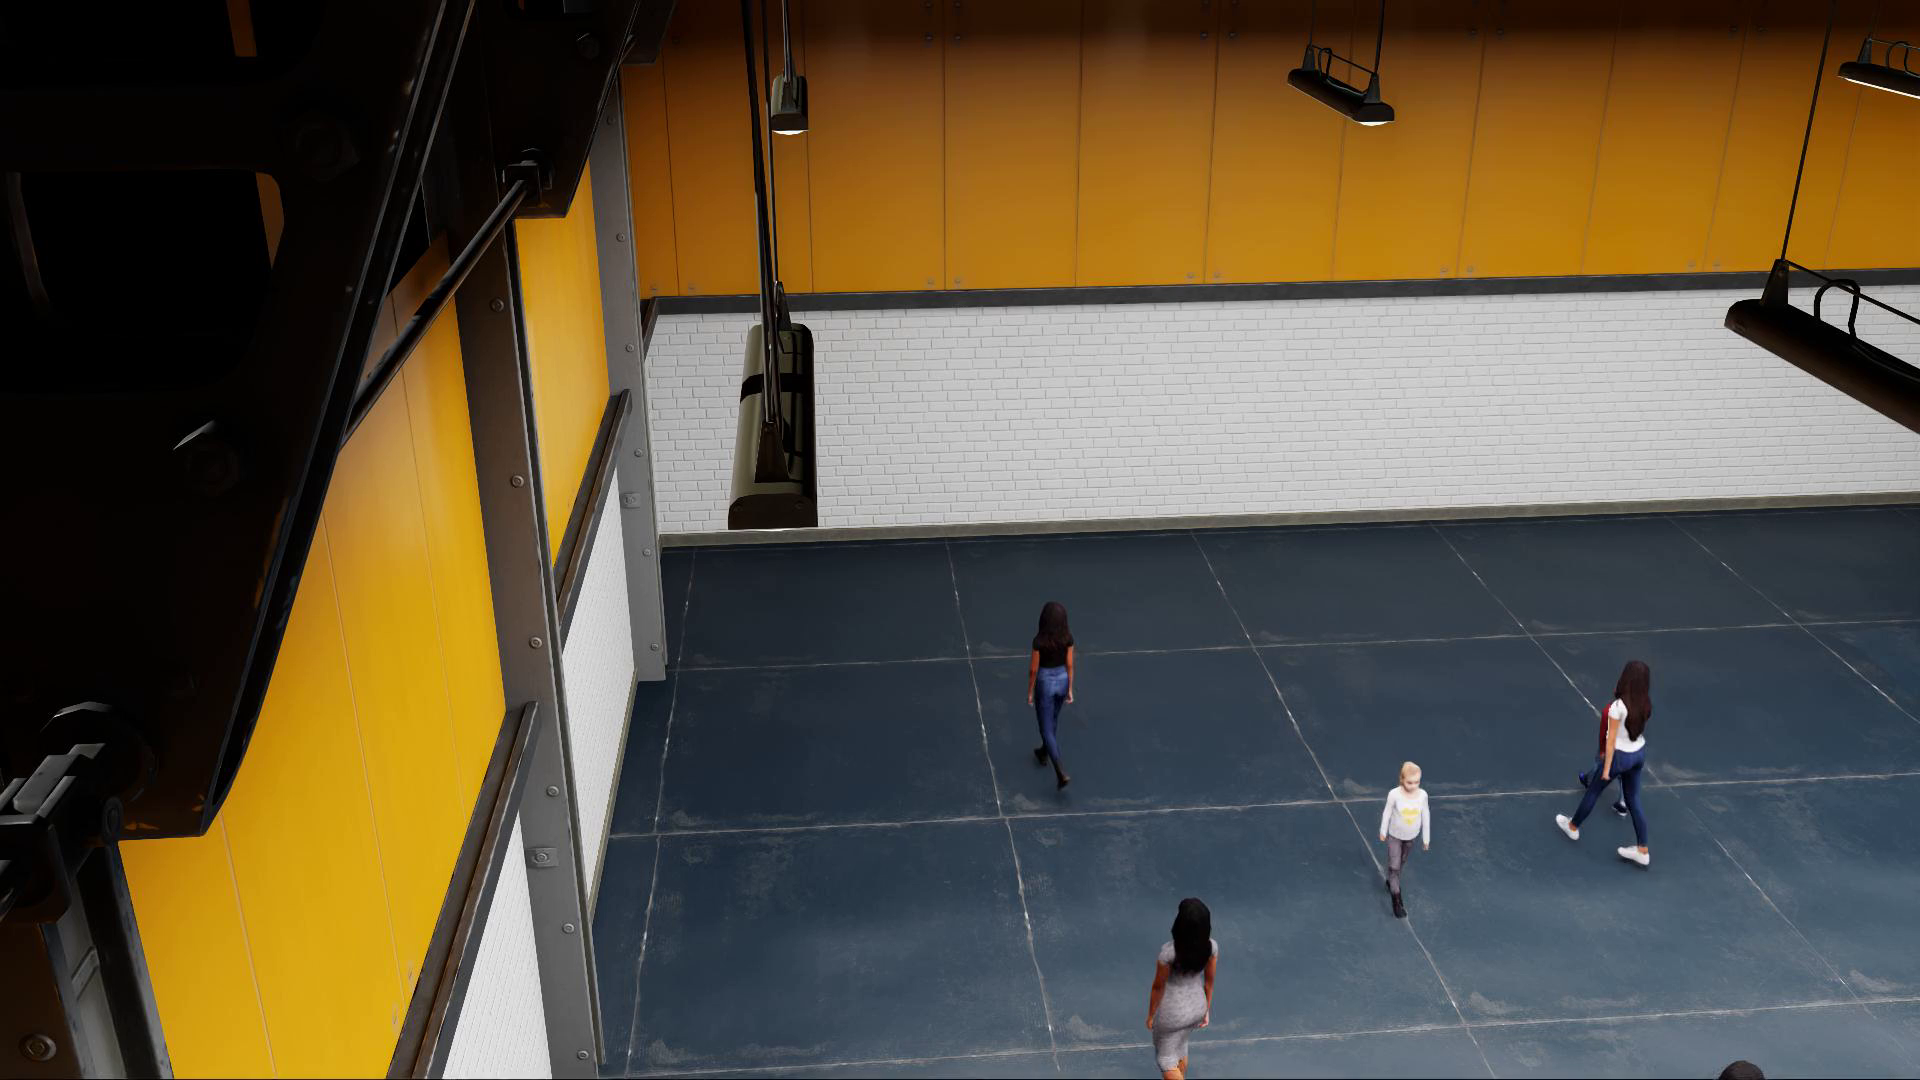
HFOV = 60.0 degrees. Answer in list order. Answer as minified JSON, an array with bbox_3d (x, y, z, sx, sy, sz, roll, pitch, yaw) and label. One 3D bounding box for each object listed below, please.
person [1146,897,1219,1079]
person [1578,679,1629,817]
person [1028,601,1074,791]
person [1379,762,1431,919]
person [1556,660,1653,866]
[{"bbox_3d":[1.455,3.122,10.709,0.780,1.762,1.014,-10,25,-21],"label":"person"},{"bbox_3d":[5.709,1.802,14.393,0.518,1.229,0.863,-3,24,-6],"label":"person"},{"bbox_3d":[0.837,1.390,14.736,0.737,1.710,1.171,-7,25,-16],"label":"person"},{"bbox_3d":[3.503,2.302,13.219,0.507,1.254,0.824,-2,24,-4],"label":"person"},{"bbox_3d":[5.530,1.862,13.633,0.897,1.729,1.139,-14,27,-29],"label":"person"}]
